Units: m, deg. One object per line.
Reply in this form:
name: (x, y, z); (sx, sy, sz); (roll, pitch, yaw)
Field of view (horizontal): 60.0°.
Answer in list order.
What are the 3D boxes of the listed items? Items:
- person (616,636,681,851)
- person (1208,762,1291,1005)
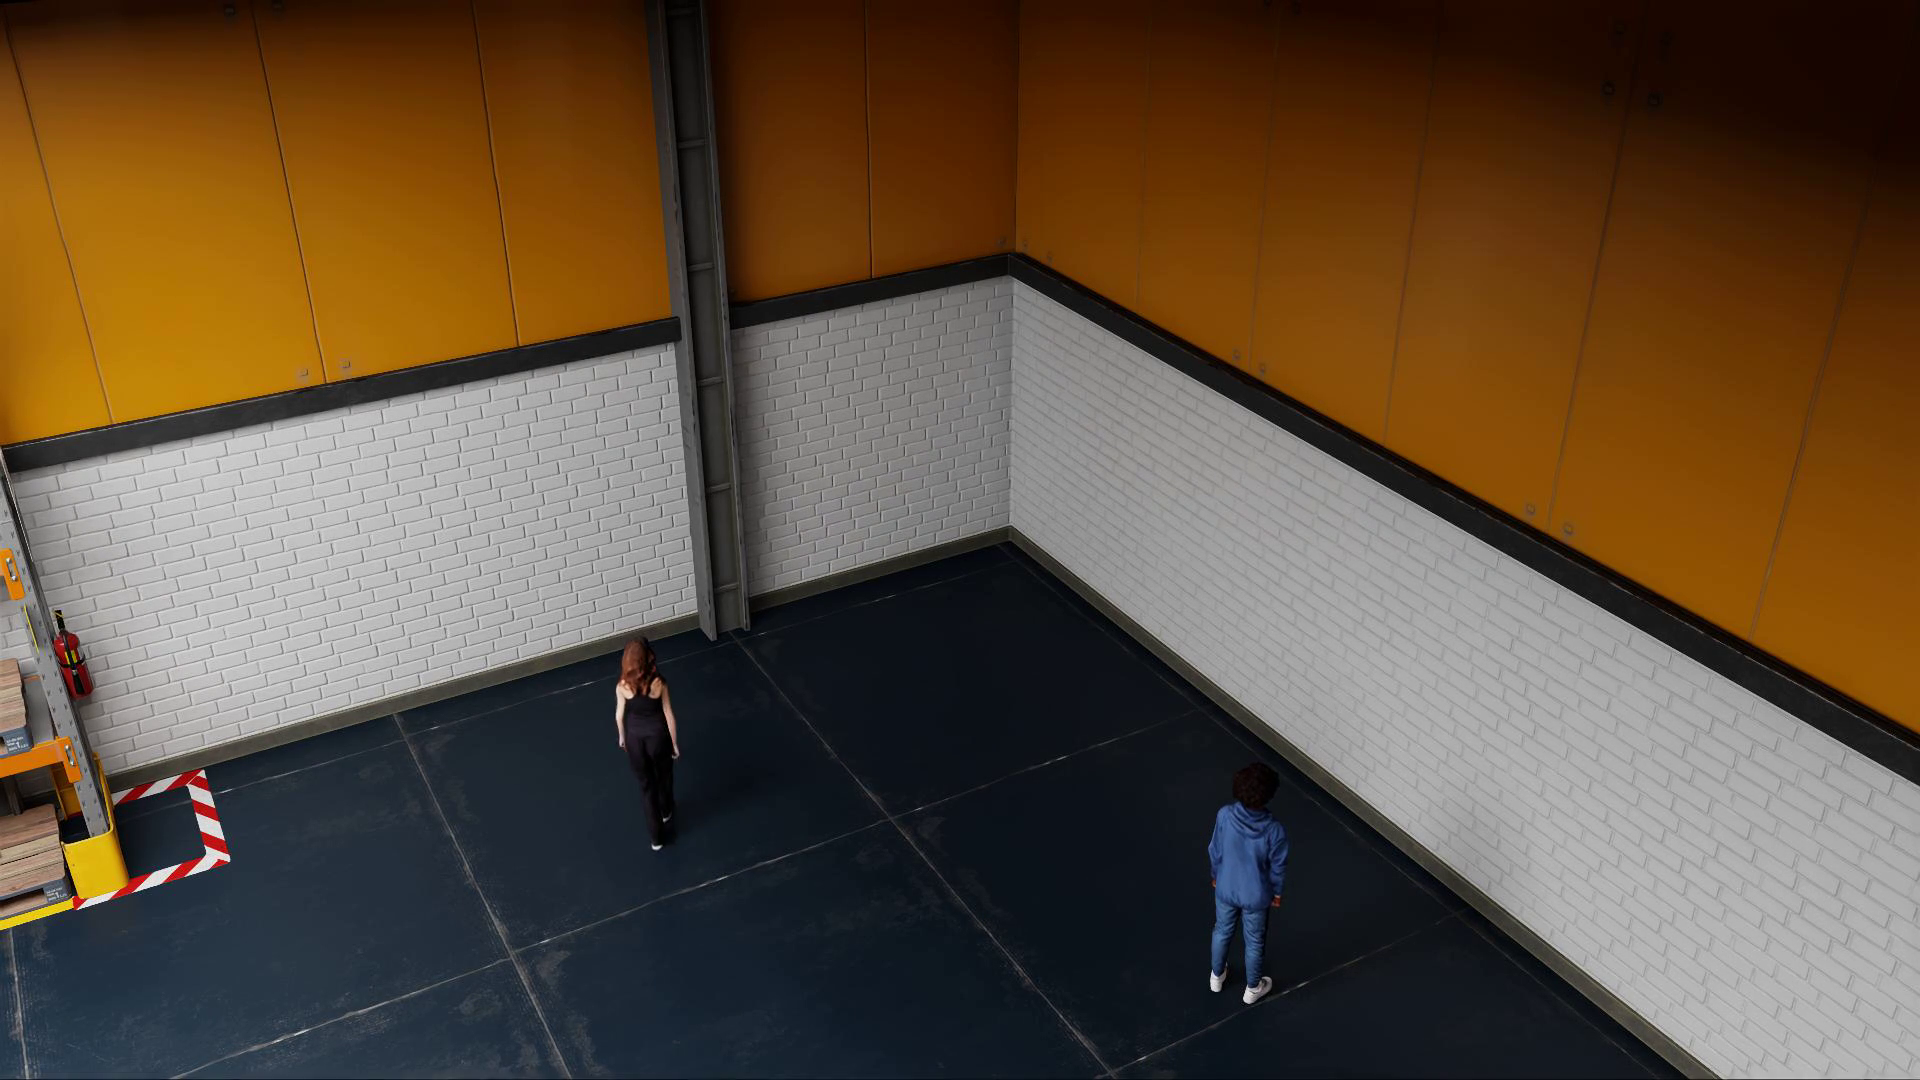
person: (-2.301, 1.538, 12.247); (0.836, 1.730, 0.833); (-4, 29, -8)
person: (1.867, 2.238, 10.882); (0.757, 1.809, 0.745); (16, 32, 26)
